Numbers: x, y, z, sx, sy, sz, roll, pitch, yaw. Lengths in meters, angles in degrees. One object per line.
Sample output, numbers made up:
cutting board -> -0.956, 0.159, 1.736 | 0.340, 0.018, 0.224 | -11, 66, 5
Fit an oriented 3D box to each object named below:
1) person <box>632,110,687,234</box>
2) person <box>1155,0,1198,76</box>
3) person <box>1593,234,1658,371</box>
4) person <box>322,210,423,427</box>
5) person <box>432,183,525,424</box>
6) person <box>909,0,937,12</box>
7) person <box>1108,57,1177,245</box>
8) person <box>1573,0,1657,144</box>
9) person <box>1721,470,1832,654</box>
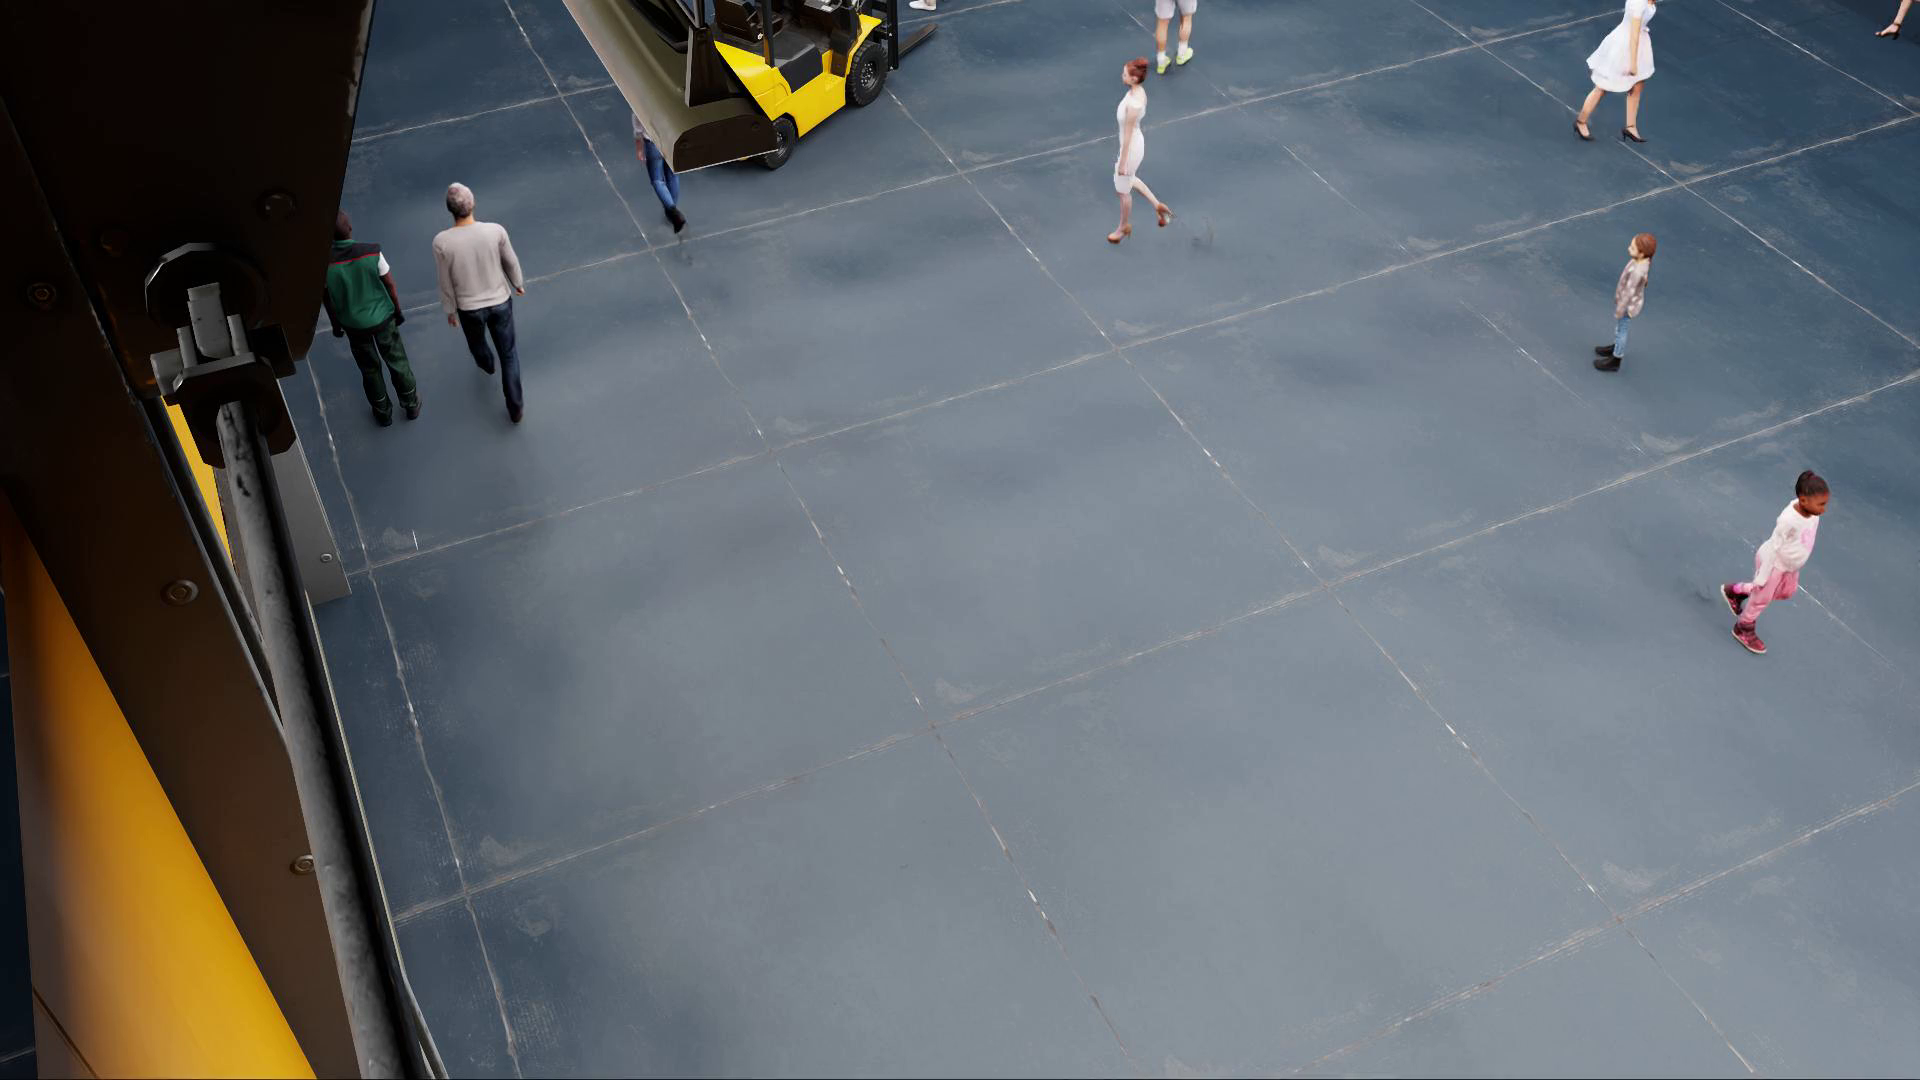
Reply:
person -> -2.526, -3.342, 14.259 | 0.639, 1.612, 0.861 | -20, 47, -20
person -> 2.077, -5.430, 16.298 | 0.864, 1.823, 0.924 | 16, 46, 16
person -> 5.244, -1.873, 13.021 | 0.594, 1.193, 0.545 | 18, 47, 18
person -> -4.381, -1.637, 12.305 | 0.694, 1.839, 0.615 | -15, 46, -15
person -> -3.511, -1.691, 12.348 | 0.826, 1.858, 1.179 | -15, 46, -15
person -> -0.294, -6.484, 17.377 | 0.757, 1.861, 0.770 | 27, 50, 25
person -> 1.534, -3.240, 14.030 | 0.862, 1.781, 0.846 | 6, 44, 6
person -> 6.019, -4.489, 15.334 | 1.085, 1.791, 0.983 | 20, 47, 19
person -> 5.264, 0.085, 10.788 | 0.599, 1.437, 0.727 | -23, 48, -22
